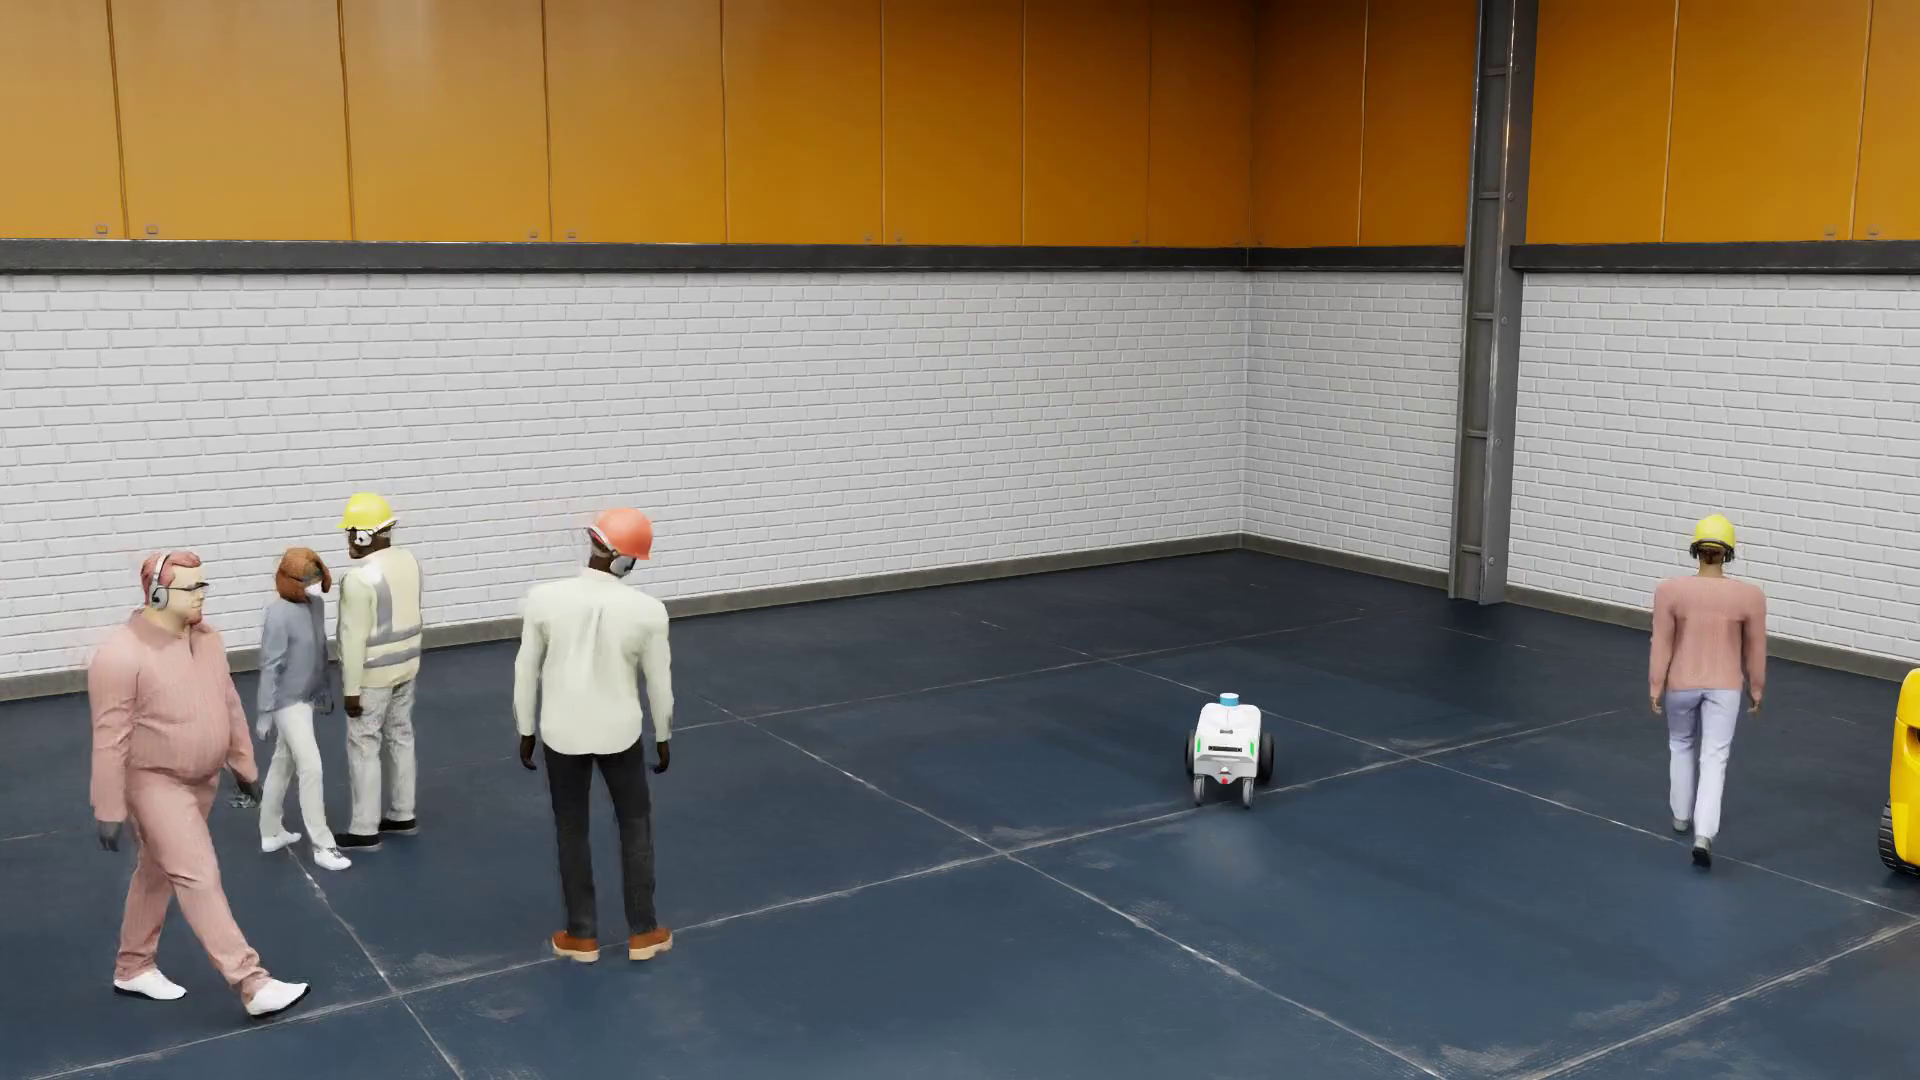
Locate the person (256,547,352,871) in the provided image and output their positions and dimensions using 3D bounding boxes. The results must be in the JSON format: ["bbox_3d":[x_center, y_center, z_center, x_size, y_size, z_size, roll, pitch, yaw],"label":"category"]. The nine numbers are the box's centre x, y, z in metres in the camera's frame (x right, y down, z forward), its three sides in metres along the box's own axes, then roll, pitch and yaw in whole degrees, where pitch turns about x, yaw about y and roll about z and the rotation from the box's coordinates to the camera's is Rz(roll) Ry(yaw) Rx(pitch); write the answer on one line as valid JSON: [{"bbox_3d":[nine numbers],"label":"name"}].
[{"bbox_3d":[-3.278,0.816,8.236,0.571,1.592,0.556,0,9,0],"label":"person"}]

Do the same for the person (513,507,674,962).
[{"bbox_3d":[-1.540,0.844,7.038,0.670,1.952,0.409,-2,10,-13],"label":"person"}]

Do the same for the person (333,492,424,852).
[{"bbox_3d":[-2.976,0.660,8.479,0.445,1.830,0.607,3,10,15],"label":"person"}]

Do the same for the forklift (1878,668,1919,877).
[{"bbox_3d":[5.511,0.571,7.906,2.313,2.155,1.214,-6,11,-33],"label":"forklift"}]

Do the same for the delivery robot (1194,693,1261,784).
[{"bbox_3d":[1.506,1.105,9.336,0.477,0.478,0.707,2,10,12],"label":"delivery robot"}]

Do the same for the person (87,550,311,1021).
[{"bbox_3d":[-2.991,0.963,6.531,1.011,1.857,0.664,2,10,10],"label":"person"}]

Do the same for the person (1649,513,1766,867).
[{"bbox_3d":[3.735,0.734,8.339,0.535,1.729,0.879,4,10,24],"label":"person"}]
